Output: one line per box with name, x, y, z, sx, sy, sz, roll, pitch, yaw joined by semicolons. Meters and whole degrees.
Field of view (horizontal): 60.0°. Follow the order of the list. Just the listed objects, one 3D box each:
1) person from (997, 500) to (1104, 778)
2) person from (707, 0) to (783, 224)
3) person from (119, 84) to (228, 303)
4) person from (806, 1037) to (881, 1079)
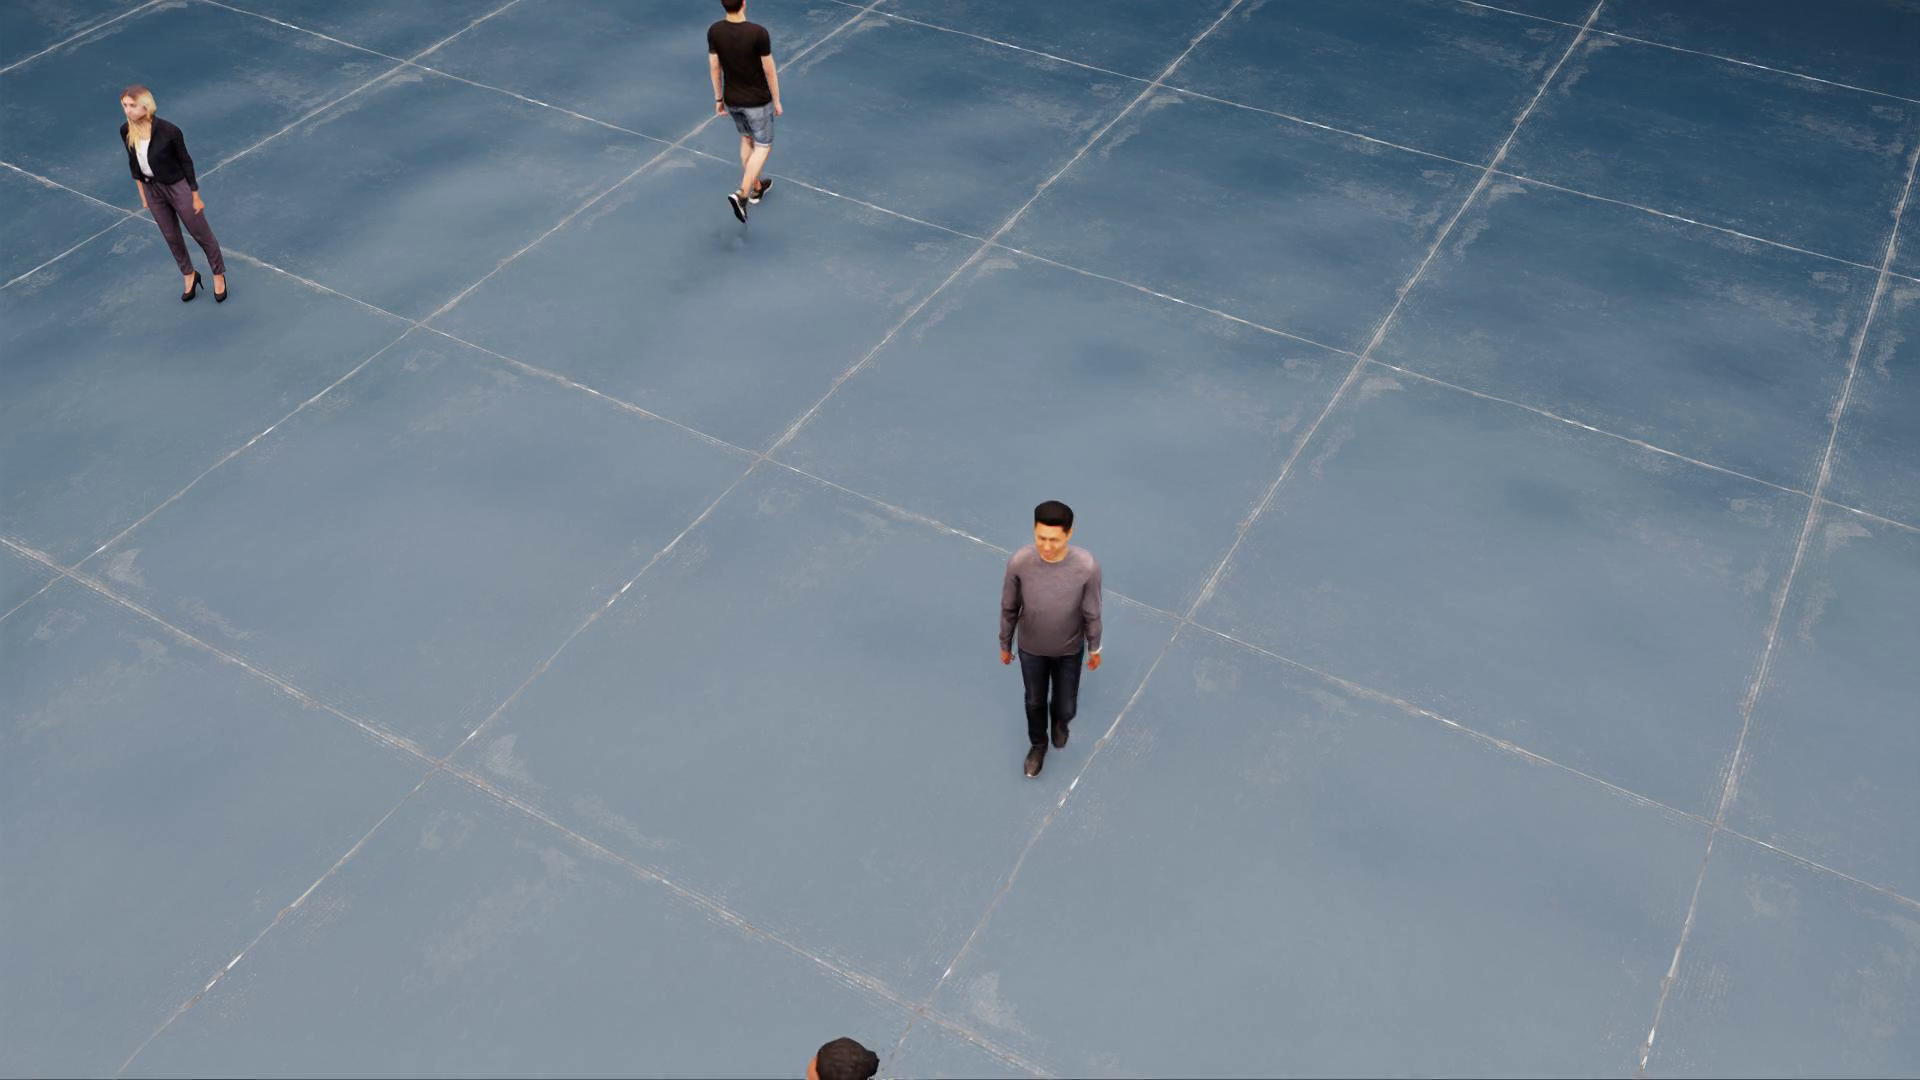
person;0.477;0.462;8.409;0.779;1.760;0.781;11;43;12
person;-1.625;-3.248;12.444;0.798;1.828;1.086;12;44;13
person;-5.506;-2.409;11.637;0.679;1.670;0.675;4;42;4
person;-0.362;2.358;6.418;1.138;1.630;1.054;-12;44;-12
